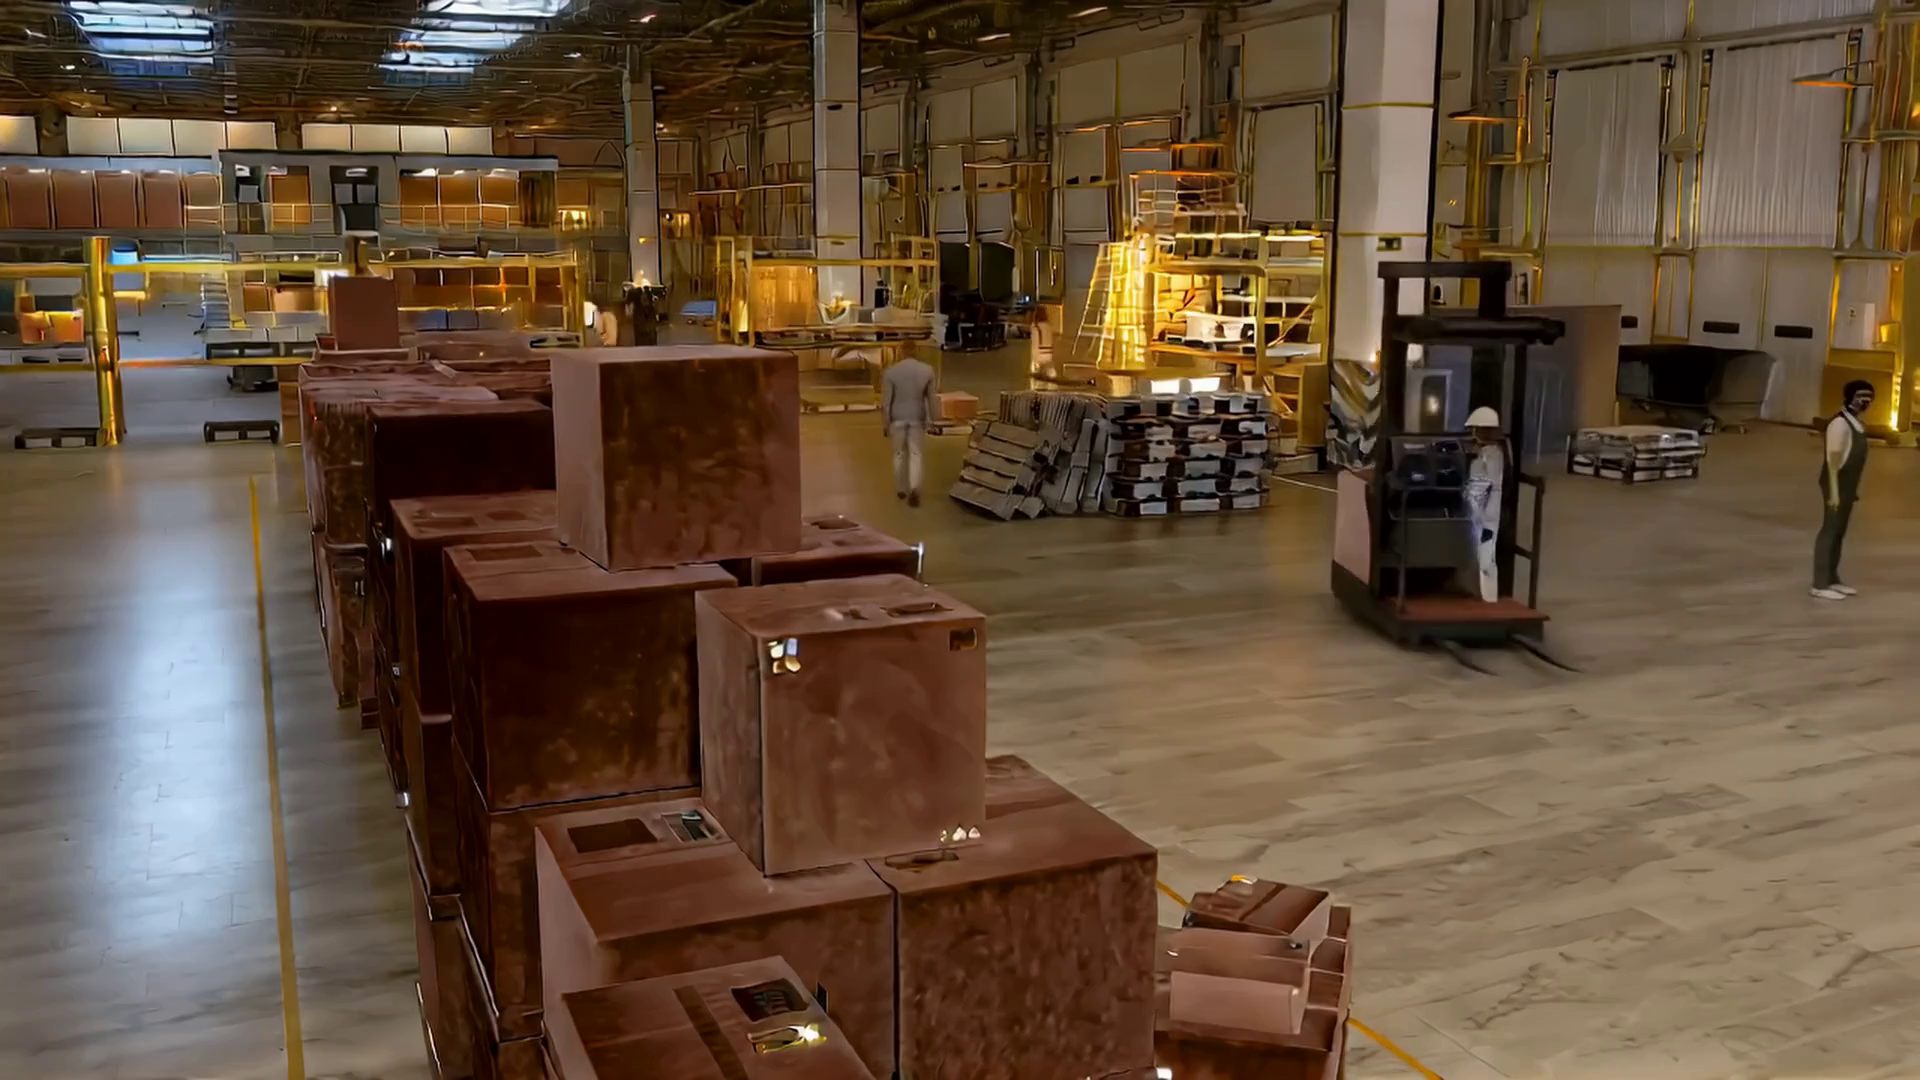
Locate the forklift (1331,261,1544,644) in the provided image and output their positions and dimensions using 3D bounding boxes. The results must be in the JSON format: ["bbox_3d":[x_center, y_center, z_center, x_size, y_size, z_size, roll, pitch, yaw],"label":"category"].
[{"bbox_3d":[3.683,-0.762,12.888,1.129,2.768,1.873,-1,10,-4],"label":"forklift"}]

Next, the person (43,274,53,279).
[{"bbox_3d":[-24.896,-6.270,45.553,0.605,2.044,0.374,0,10,0],"label":"person"}]

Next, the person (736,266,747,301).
[{"bbox_3d":[-8.756,-9.943,66.053,0.602,1.949,0.396,1,10,5],"label":"person"}]

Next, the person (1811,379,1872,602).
[{"bbox_3d":[7.351,-0.417,13.848,0.339,1.842,0.507,10,14,44],"label":"person"}]

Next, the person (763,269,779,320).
[{"bbox_3d":[-6.952,-9.055,61.221,0.590,1.927,0.367,0,10,-2],"label":"person"}]

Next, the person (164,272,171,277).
[{"bbox_3d":[-25.577,-7.662,53.563,0.648,1.919,0.524,9,14,41],"label":"person"}]

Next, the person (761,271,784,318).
[{"bbox_3d":[-7.046,-9.192,62.381,1.040,1.775,0.651,4,11,21],"label":"person"}]

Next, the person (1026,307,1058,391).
[{"bbox_3d":[1.413,-3.093,28.662,0.561,1.838,1.012,-8,13,-36],"label":"person"}]

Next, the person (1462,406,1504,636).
[{"bbox_3d":[3.933,-0.143,12.611,0.295,1.743,0.493,0,10,0],"label":"person"}]

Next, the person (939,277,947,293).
[{"bbox_3d":[-0.679,-7.931,55.656,0.535,1.700,0.318,8,13,36],"label":"person"}]

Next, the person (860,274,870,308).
[{"bbox_3d":[-3.597,-8.922,61.085,0.593,1.708,0.875,-2,11,-13],"label":"person"}]

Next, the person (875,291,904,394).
[{"bbox_3d":[-1.361,-3.778,31.952,0.610,1.993,0.380,6,12,29],"label":"person"}]

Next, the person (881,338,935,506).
[{"bbox_3d":[-0.586,-1.348,18.873,0.620,1.893,1.038,0,10,-2],"label":"person"}]

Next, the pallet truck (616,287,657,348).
[{"bbox_3d":[-6.464,-4.406,35.401,0.823,1.965,1.885,6,12,32],"label":"pallet truck"}]

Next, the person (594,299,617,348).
[{"bbox_3d":[-7.024,-3.921,33.295,0.920,1.805,0.624,-9,14,-42],"label":"person"}]
